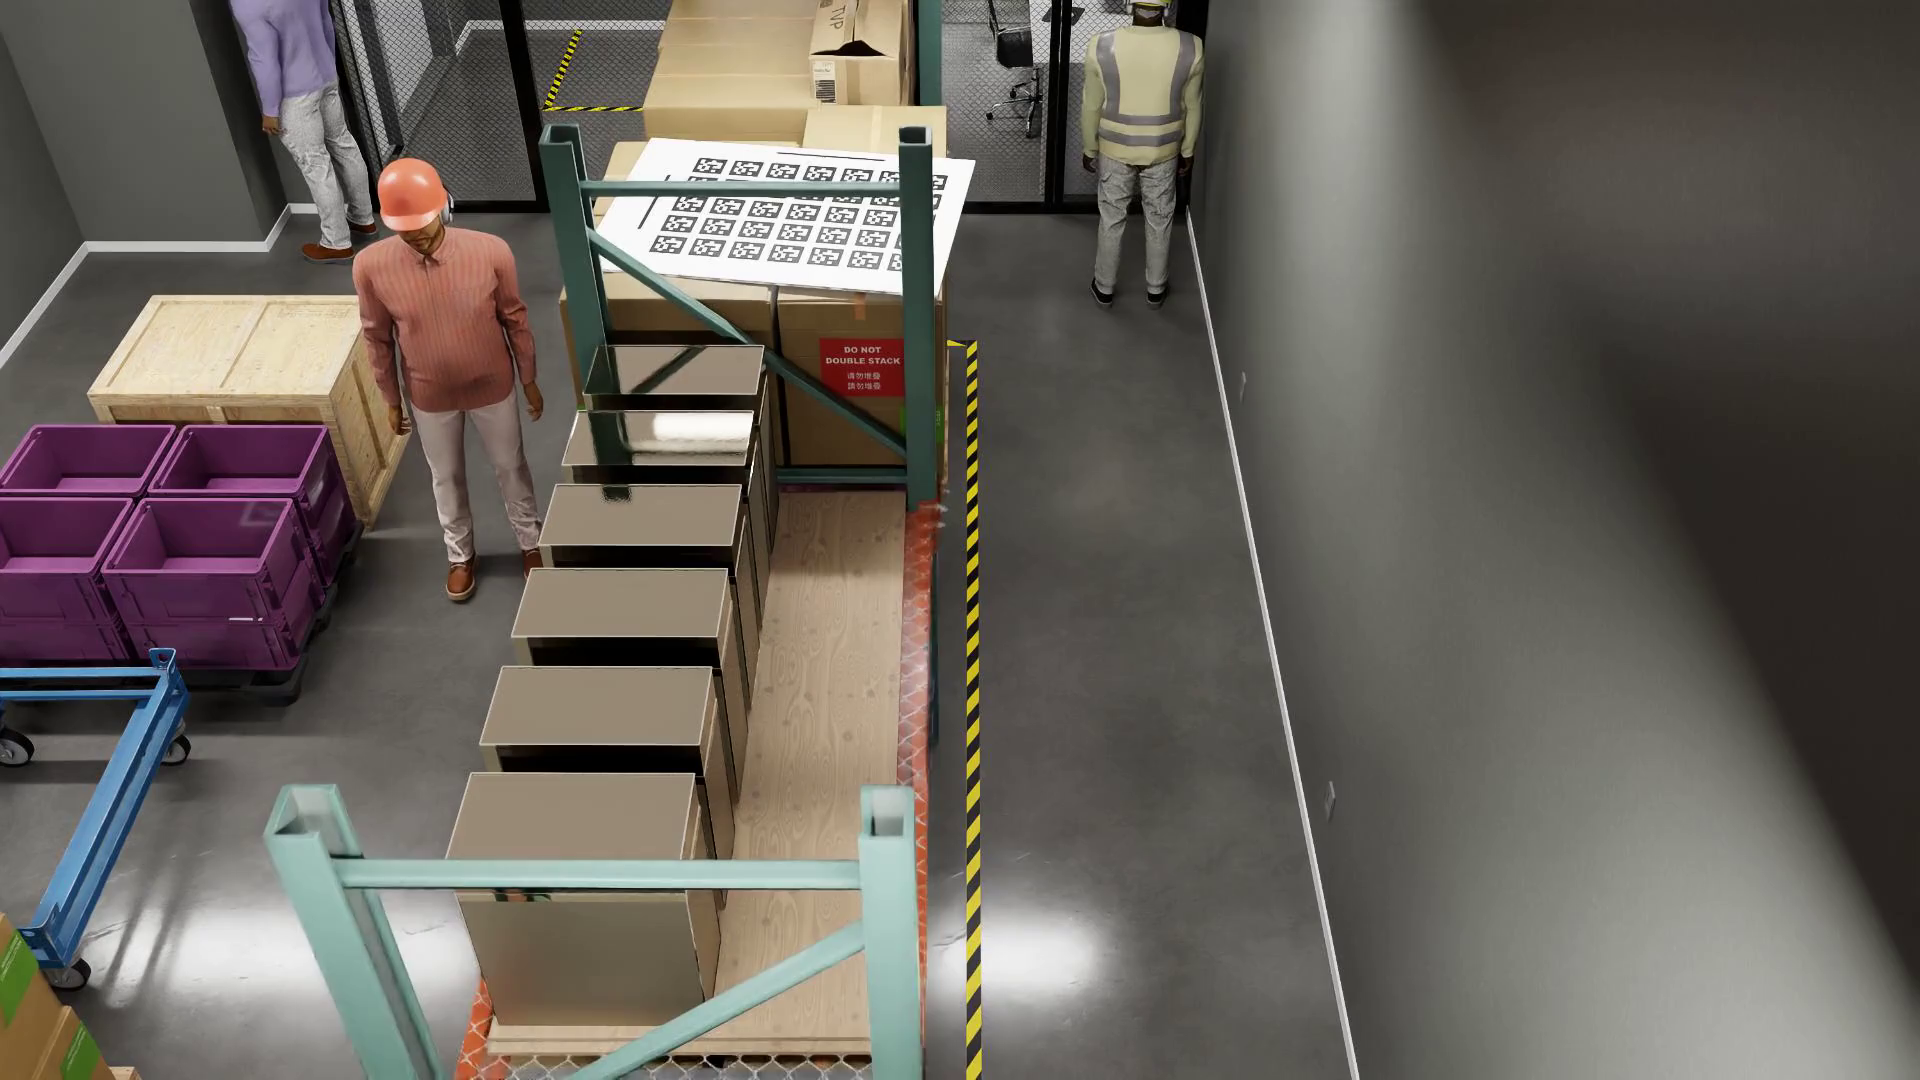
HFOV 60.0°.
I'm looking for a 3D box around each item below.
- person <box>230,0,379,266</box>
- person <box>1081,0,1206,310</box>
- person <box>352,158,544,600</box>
[{"bbox_3d":[-3.397,-2.338,8.561,0.372,1.939,0.630,11,42,12],"label":"person"},{"bbox_3d":[0.887,-1.970,8.217,0.590,1.833,0.403,1,41,1],"label":"person"},{"bbox_3d":[-1.961,-0.599,6.529,0.622,1.992,0.397,-9,42,-11],"label":"person"}]
